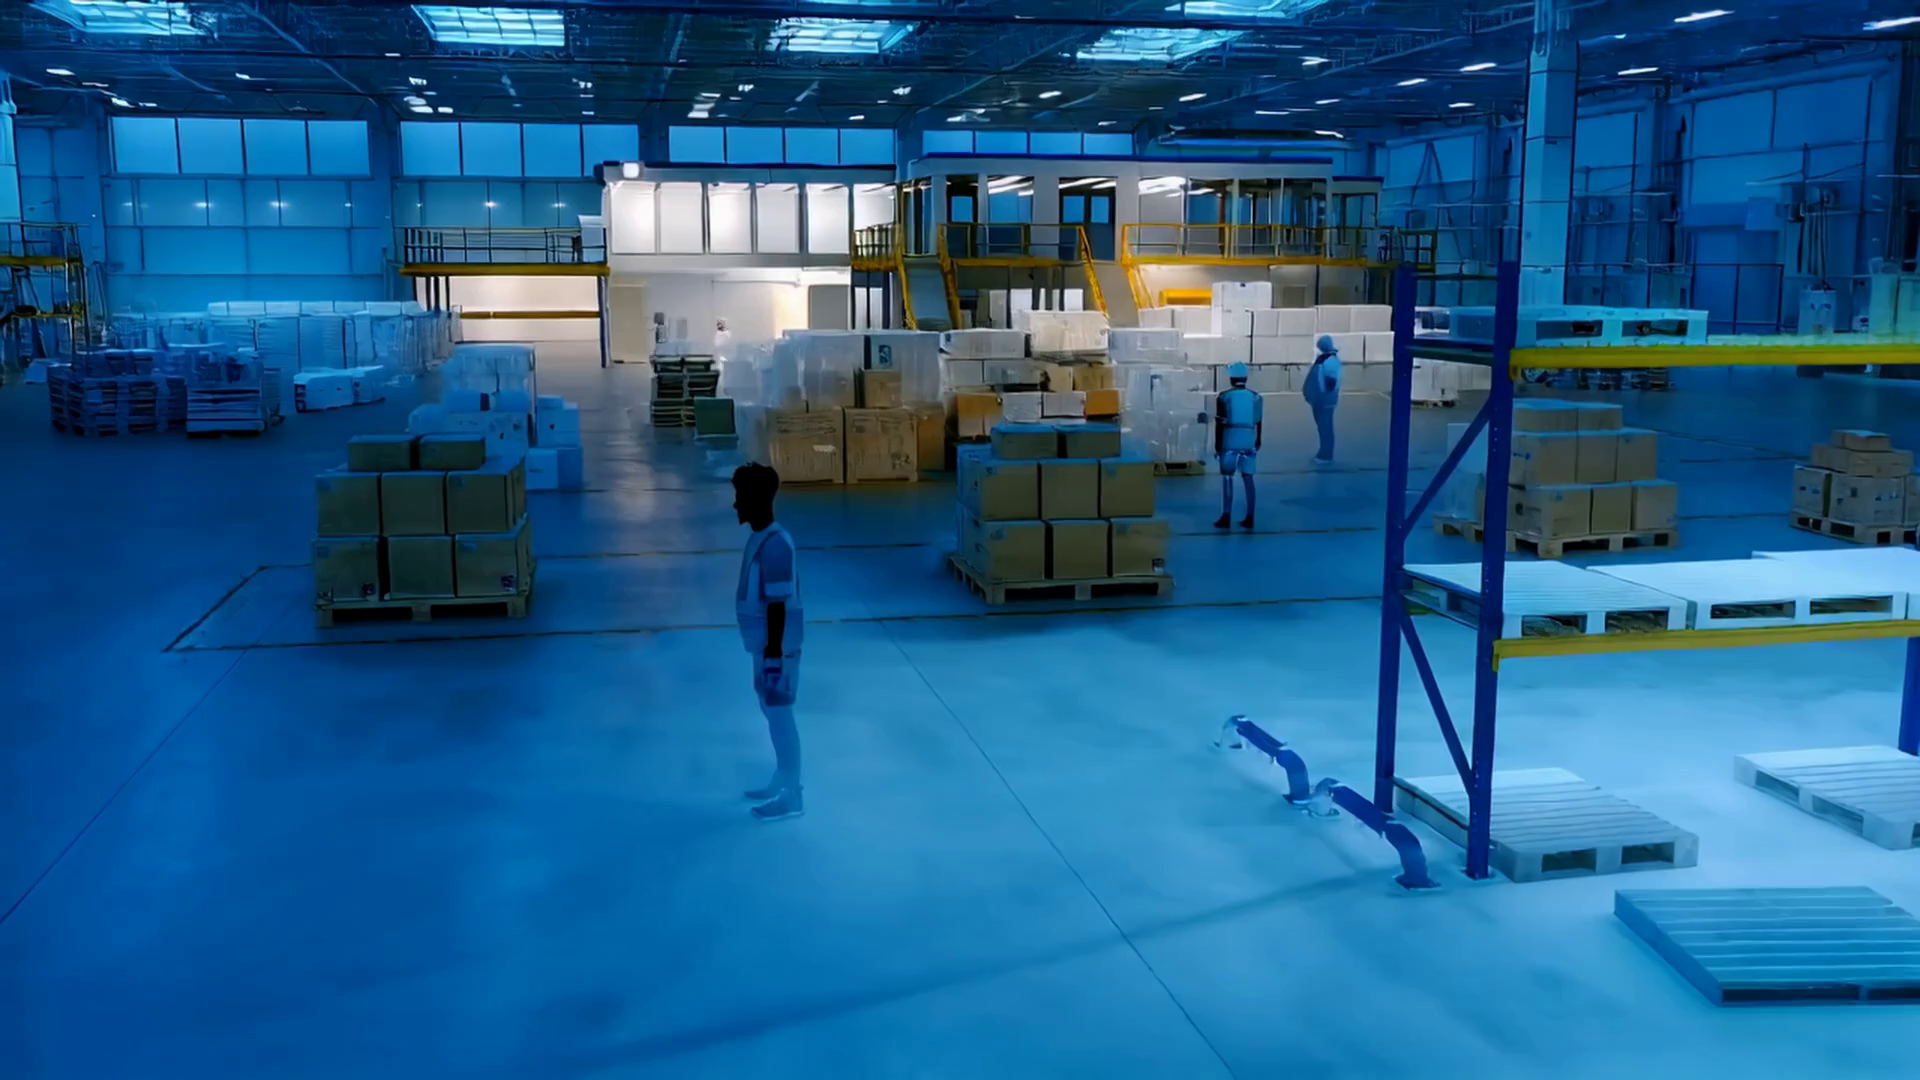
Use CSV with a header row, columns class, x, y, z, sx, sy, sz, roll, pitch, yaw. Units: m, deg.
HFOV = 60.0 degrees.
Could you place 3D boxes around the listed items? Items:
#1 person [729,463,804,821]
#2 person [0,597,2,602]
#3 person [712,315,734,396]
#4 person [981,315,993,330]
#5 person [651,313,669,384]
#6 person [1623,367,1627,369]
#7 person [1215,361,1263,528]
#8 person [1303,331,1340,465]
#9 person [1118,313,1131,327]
class,x,y,z,sx,sy,sz,roll,pitch,yaw
person,-1.048,0.550,9.096,0.386,1.958,0.604,-2,10,-14
person,-6.505,0.322,10.738,0.537,1.869,0.314,-6,11,-31
person,-5.145,-3.962,36.547,0.626,1.968,0.772,9,13,43
person,0.733,-4.510,40.287,0.956,1.839,0.580,-4,10,-21
person,-7.564,-4.759,41.701,0.526,1.867,0.615,-5,11,-28
person,17.130,-5.018,43.047,0.404,1.945,0.616,5,11,28
person,3.205,-1.095,19.215,0.541,1.928,0.398,-1,9,-8
person,5.492,-2.156,25.319,0.536,2.000,0.688,1,9,4
person,4.245,-4.879,42.546,0.341,1.838,0.509,-9,13,-43
